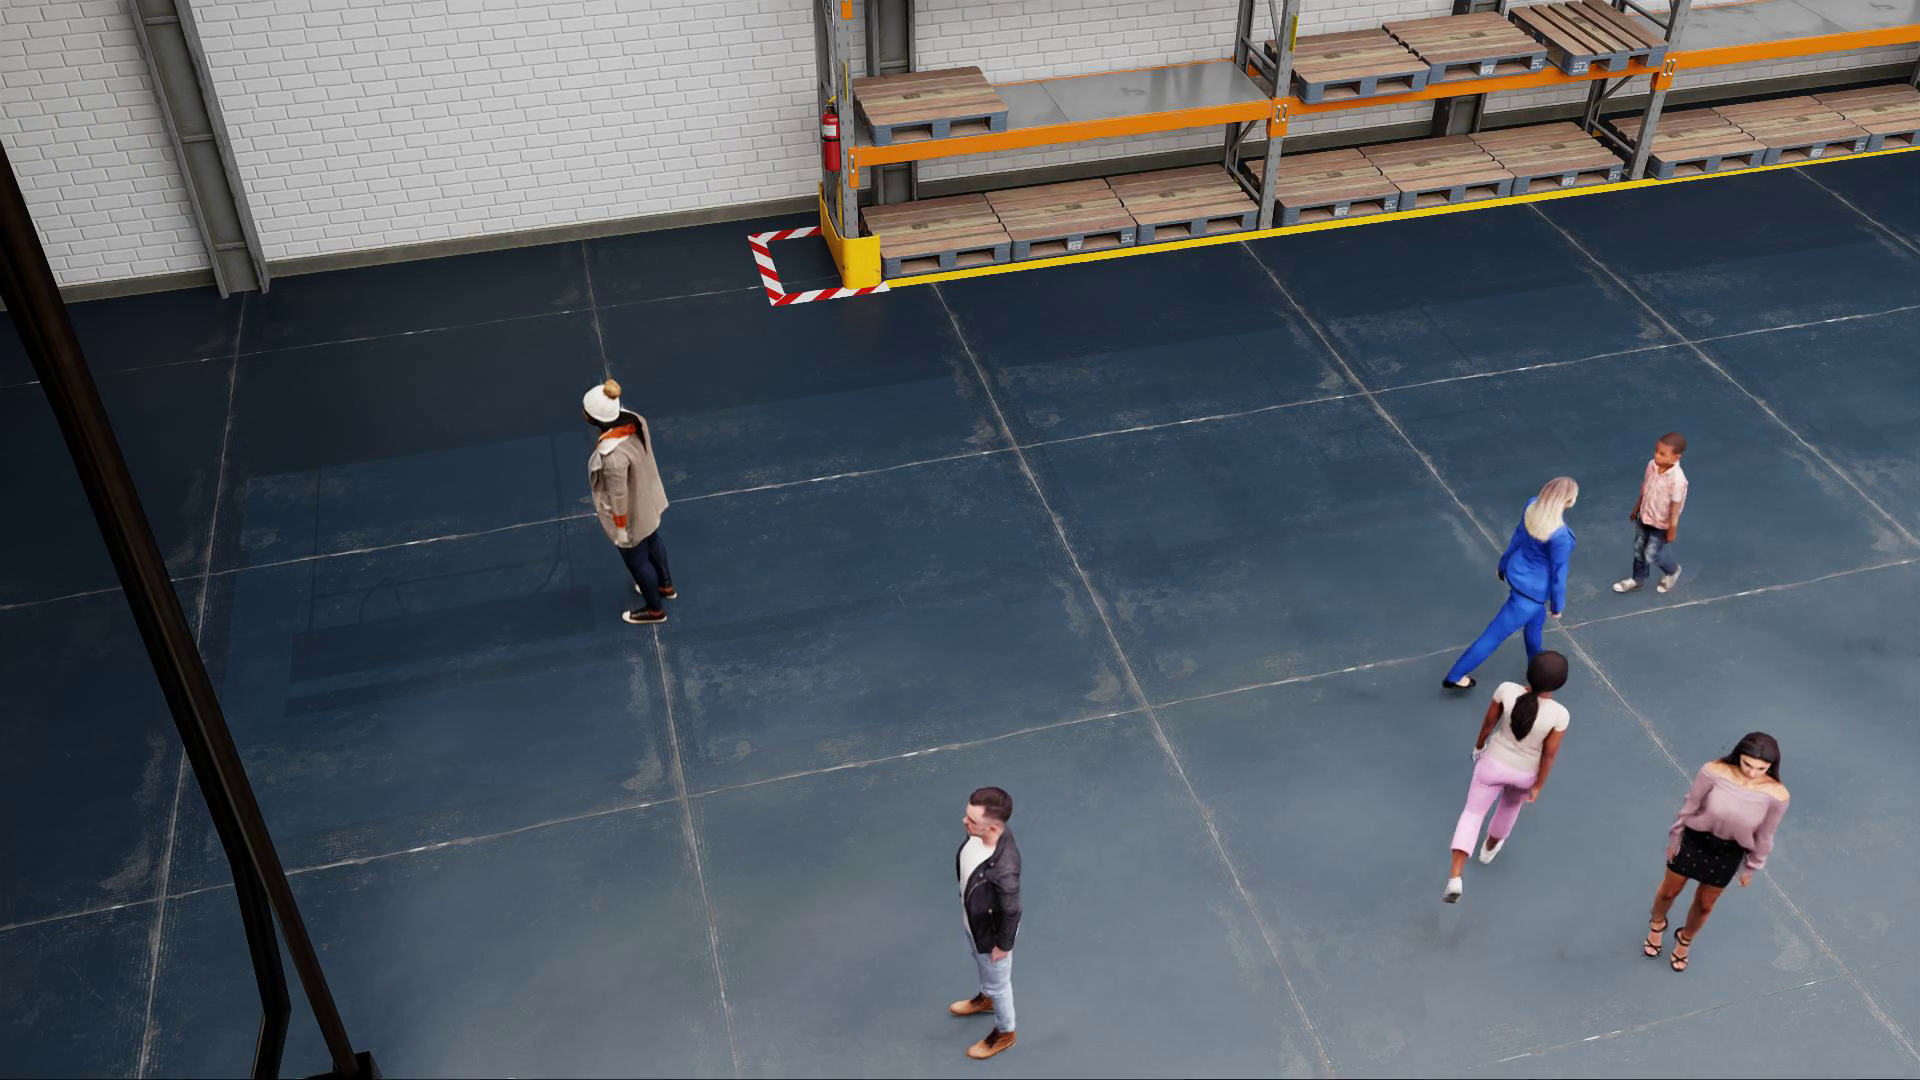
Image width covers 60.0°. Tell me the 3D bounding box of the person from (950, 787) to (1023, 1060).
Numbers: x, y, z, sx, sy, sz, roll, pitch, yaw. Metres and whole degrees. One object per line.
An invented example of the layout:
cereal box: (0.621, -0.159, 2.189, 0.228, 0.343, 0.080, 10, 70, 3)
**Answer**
person: (0.158, 1.887, 8.279, 0.511, 1.836, 0.647, -10, 40, -12)

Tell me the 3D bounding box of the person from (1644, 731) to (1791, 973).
person: (3.899, 1.605, 8.665, 0.707, 1.796, 0.776, 18, 42, 21)

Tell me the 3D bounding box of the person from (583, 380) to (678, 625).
person: (-2.145, -0.267, 10.932, 0.798, 1.893, 0.781, 4, 39, 6)

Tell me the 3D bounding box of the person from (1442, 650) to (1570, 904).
person: (2.977, 1.313, 9.096, 1.035, 1.715, 1.101, 21, 43, 24)

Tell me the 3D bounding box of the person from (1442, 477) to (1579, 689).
person: (3.458, 0.323, 10.386, 1.149, 1.650, 0.718, -7, 39, -9)

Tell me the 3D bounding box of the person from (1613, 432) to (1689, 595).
person: (4.795, -0.172, 11.291, 0.637, 1.297, 0.524, -13, 40, -15)
